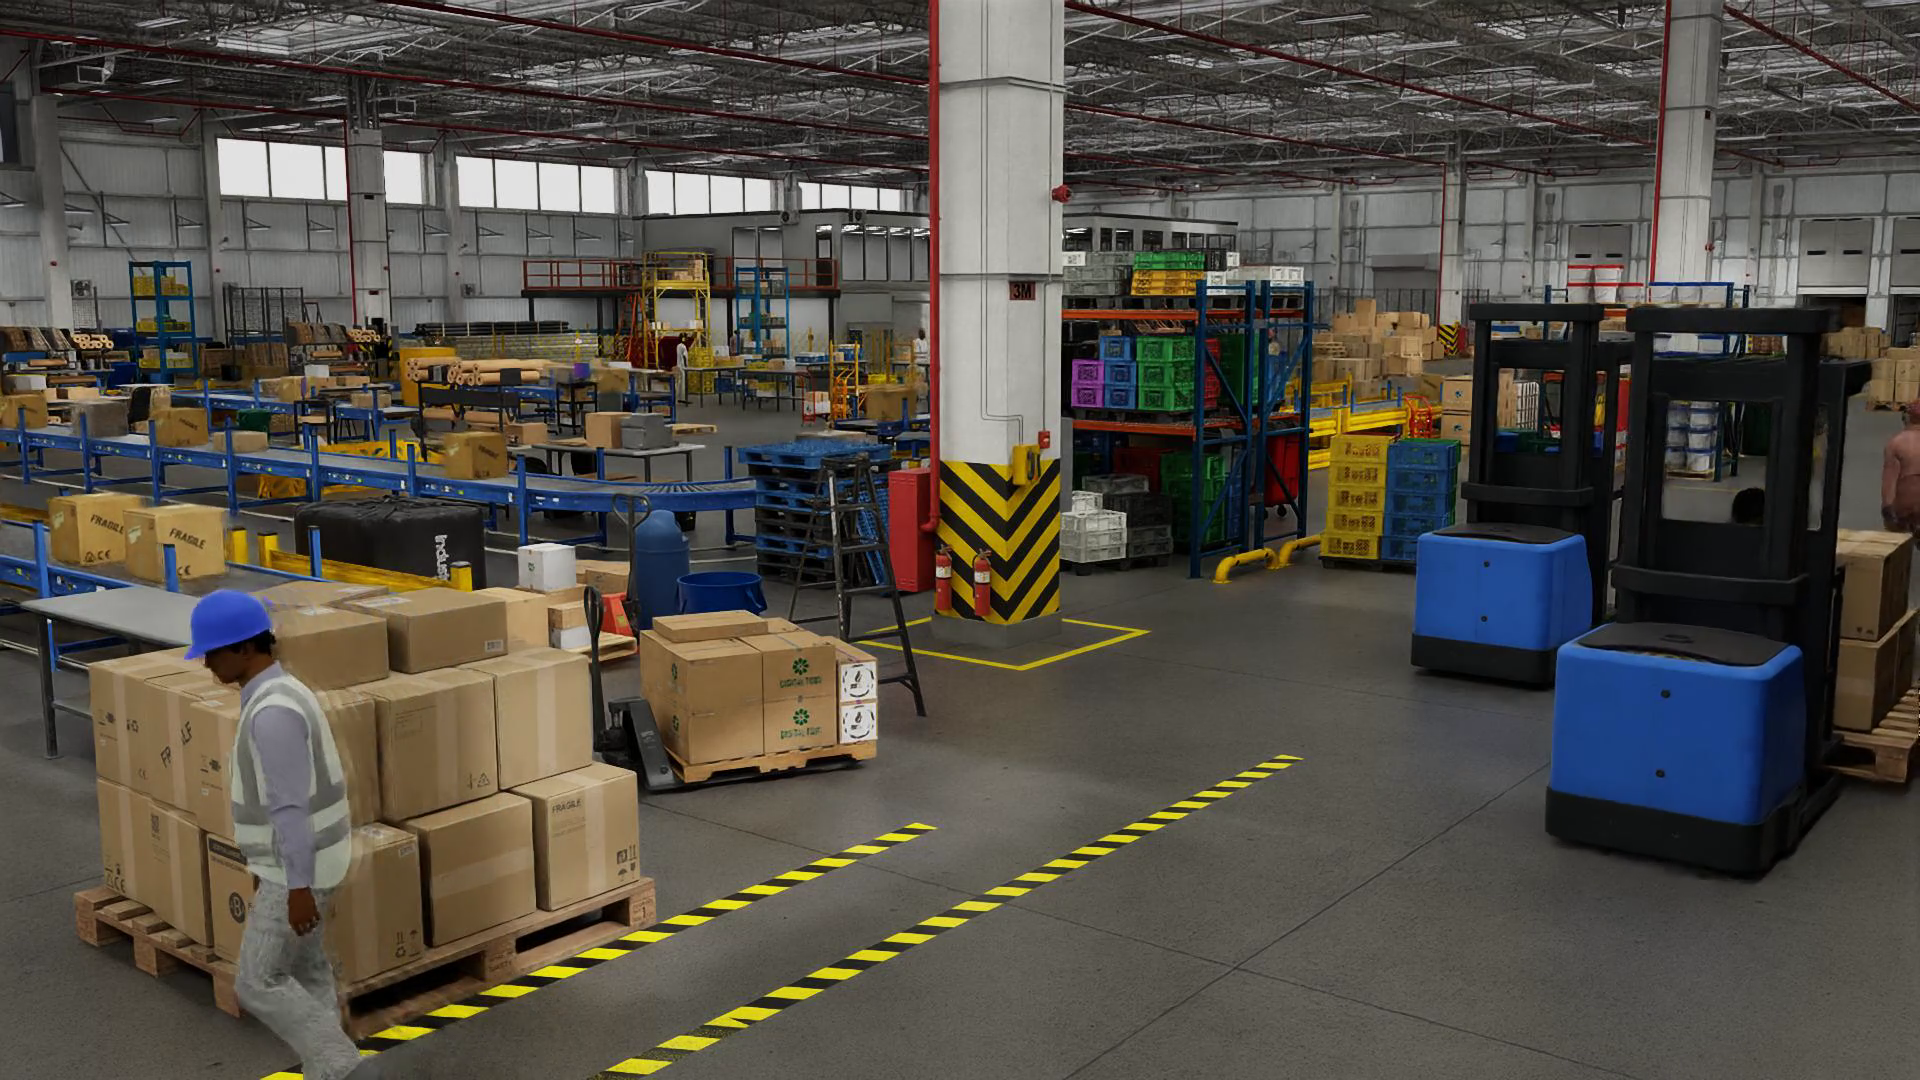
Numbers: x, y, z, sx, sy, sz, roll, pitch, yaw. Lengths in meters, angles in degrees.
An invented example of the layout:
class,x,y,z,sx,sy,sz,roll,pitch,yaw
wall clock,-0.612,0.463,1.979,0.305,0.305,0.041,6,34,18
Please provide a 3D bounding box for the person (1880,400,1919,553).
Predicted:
class,x,y,z,sx,sy,sz,roll,pitch,yaw
person,9.102,-0.392,15.864,0.654,1.889,0.711,0,8,3

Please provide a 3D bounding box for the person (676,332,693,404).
class,x,y,z,sx,sy,sz,roll,pitch,yaw
person,-7.266,-4.507,43.669,0.327,1.874,0.520,-5,10,-31

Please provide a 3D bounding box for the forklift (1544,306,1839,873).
class,x,y,z,sx,sy,sz,roll,pitch,yaw
forklift,4.011,0.146,8.912,1.129,2.768,1.873,6,11,37

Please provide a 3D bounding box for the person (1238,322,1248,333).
class,x,y,z,sx,sy,sz,roll,pitch,yaw
person,11.303,-7.817,65.860,0.661,1.901,0.926,2,9,15

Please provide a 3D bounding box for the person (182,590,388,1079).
class,x,y,z,sx,sy,sz,roll,pitch,yaw
person,-2.332,1.111,5.669,0.496,1.907,0.631,-4,9,-23

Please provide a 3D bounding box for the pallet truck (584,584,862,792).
class,x,y,z,sx,sy,sz,roll,pitch,yaw
pallet truck,-1.426,0.805,10.019,1.601,1.201,0.680,-4,9,-26

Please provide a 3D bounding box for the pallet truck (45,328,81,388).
class,x,y,z,sx,sy,sz,roll,pitch,yaw
pallet truck,-23.775,-4.544,43.495,1.885,1.965,0.823,6,10,35

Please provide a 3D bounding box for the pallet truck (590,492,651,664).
class,x,y,z,sx,sy,sz,roll,pitch,yaw
pallet truck,-3.115,0.344,12.883,0.653,1.274,1.630,7,11,37

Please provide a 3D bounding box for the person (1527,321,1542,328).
class,x,y,z,sx,sy,sz,roll,pitch,yaw
person,24.819,-8.655,71.760,0.661,1.826,0.653,1,8,7

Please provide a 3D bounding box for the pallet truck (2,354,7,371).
class,x,y,z,sx,sy,sz,roll,pitch,yaw
pallet truck,-24.881,-4.417,42.634,1.885,1.965,0.823,8,11,41

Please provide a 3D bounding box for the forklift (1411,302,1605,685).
class,x,y,z,sx,sy,sz,roll,pitch,yaw
forklift,4.379,-0.438,12.852,1.129,2.768,1.873,7,11,37

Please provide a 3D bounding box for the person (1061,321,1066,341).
class,x,y,z,sx,sy,sz,roll,pitch,yaw
person,3.618,-7.068,60.742,0.595,1.925,0.374,-2,9,-16

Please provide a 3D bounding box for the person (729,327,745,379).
class,x,y,z,sx,sy,sz,roll,pitch,yaw
person,-7.502,-6.299,56.097,0.533,1.767,0.312,1,8,4

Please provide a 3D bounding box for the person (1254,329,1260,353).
class,x,y,z,sx,sy,sz,roll,pitch,yaw
person,10.696,-6.997,60.048,1.014,2.006,0.627,0,8,1

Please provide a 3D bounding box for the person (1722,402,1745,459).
class,x,y,z,sx,sy,sz,roll,pitch,yaw
person,13.591,-2.270,29.189,0.319,1.693,0.532,-1,9,-9

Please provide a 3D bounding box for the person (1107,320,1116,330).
class,x,y,z,sx,sy,sz,roll,pitch,yaw
person,5.116,-6.535,56.766,0.687,2.000,0.987,-7,11,-40

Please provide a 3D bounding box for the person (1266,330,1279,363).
class,x,y,z,sx,sy,sz,roll,pitch,yaw
person,8.633,-4.912,46.317,0.532,1.900,0.884,5,10,28

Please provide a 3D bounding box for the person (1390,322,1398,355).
class,x,y,z,sx,sy,sz,roll,pitch,yaw
person,16.370,-7.343,62.925,0.440,1.829,0.578,3,9,19

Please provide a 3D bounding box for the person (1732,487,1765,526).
class,x,y,z,sx,sy,sz,roll,pitch,yaw
person,4.903,0.510,10.429,0.530,1.697,0.322,-4,9,-24

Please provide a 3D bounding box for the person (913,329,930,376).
class,x,y,z,sx,sy,sz,roll,pitch,yaw
person,-1.155,-5.367,49.600,0.976,1.838,0.593,7,11,39
